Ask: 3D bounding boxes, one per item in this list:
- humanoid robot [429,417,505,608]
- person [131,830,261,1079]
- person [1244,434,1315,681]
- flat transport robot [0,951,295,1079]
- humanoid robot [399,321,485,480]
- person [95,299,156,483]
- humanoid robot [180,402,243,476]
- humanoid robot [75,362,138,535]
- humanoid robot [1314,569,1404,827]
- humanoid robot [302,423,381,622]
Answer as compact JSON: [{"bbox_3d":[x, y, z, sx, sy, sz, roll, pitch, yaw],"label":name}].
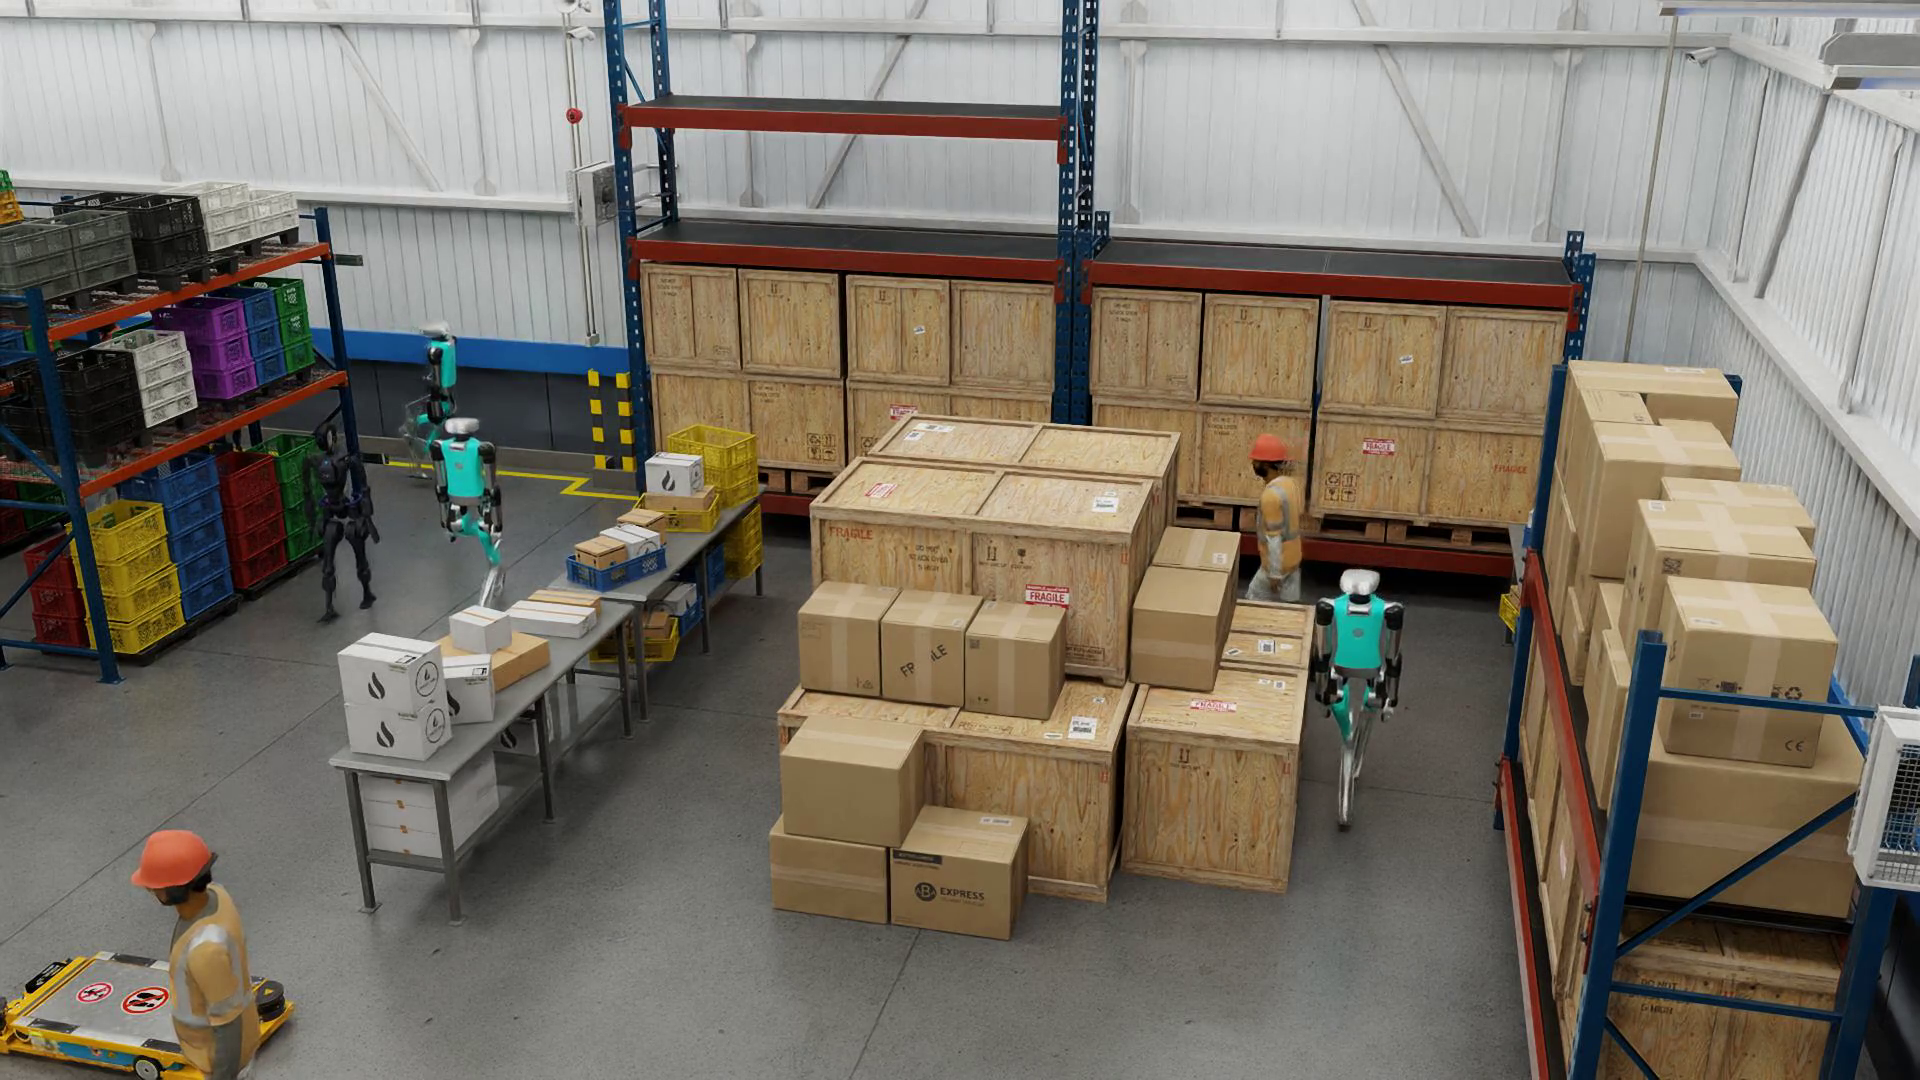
[{"bbox_3d":[-3.897,-0.238,13.652,0.530,1.775,0.985,3,21,7],"label":"humanoid robot"},{"bbox_3d":[-3.145,2.122,7.013,0.369,2.040,0.615,-10,23,-24],"label":"person"},{"bbox_3d":[2.321,0.136,12.439,0.915,1.877,0.555,11,24,27],"label":"person"},{"bbox_3d":[-4.270,2.464,8.601,1.431,0.231,0.659,5,22,13],"label":"flat transport robot"},{"bbox_3d":[-5.264,-1.294,16.427,1.061,1.750,0.562,1,21,4],"label":"humanoid robot"},{"bbox_3d":[-8.351,-1.466,16.573,0.588,1.919,0.393,13,25,31],"label":"person"},{"bbox_3d":[-7.022,-0.922,15.520,0.612,1.640,0.495,0,21,1],"label":"humanoid robot"},{"bbox_3d":[-7.801,-0.828,15.155,0.530,1.757,0.870,-1,21,-3],"label":"humanoid robot"},{"bbox_3d":[2.541,0.914,10.678,0.551,1.750,1.058,6,22,14],"label":"humanoid robot"},{"bbox_3d":[-5.021,-0.149,13.489,0.600,1.636,0.674,1,21,2],"label":"humanoid robot"}]
